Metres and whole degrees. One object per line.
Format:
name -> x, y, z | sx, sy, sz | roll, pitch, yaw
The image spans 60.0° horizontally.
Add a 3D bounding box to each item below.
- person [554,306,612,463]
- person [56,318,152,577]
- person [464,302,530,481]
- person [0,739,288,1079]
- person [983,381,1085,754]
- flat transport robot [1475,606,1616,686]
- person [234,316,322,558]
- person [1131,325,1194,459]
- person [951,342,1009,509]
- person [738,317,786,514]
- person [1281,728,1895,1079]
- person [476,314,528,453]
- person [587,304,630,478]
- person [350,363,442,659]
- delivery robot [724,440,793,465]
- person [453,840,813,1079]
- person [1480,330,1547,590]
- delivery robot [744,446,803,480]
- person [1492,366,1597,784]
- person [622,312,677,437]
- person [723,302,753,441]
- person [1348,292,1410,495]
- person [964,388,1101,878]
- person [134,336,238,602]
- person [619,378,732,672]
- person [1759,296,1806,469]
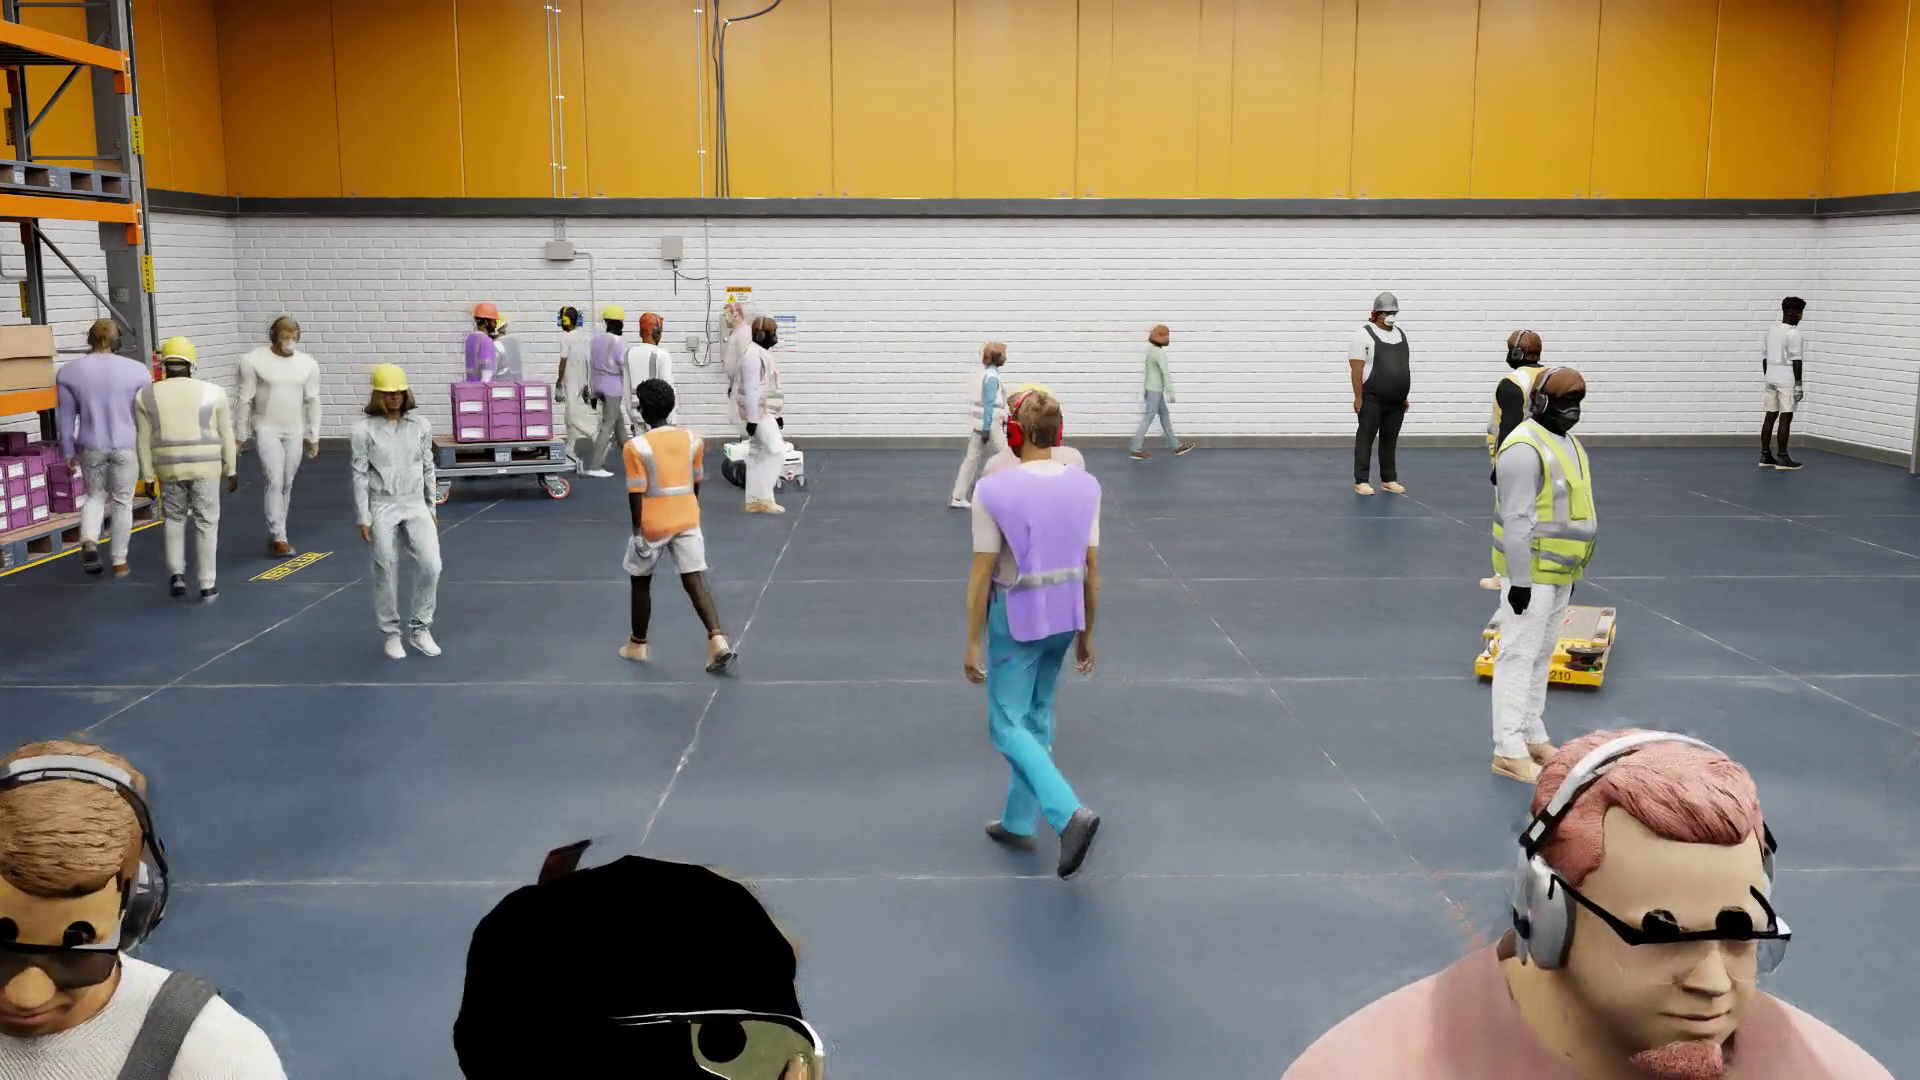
person -> -4.382, -1.763, 19.149 | 0.773, 1.844, 0.559 | 2, 10, 14
person -> -6.208, -0.657, 12.133 | 0.640, 1.916, 0.503 | -3, 10, -18
person -> -5.010, -1.596, 17.917 | 0.871, 1.903, 0.545 | -9, 13, -43
person -> -0.970, 1.070, 1.880 | 0.552, 1.804, 0.445 | 1, 9, 9
person -> 0.334, 0.093, 8.033 | 0.522, 1.744, 0.728 | -4, 10, -22
flat transport robot -> 3.419, 0.568, 9.641 | 0.652, 0.197, 1.431 | 4, 10, 24
person -> -5.326, -0.804, 13.123 | 0.866, 1.888, 0.681 | 9, 13, 43
person -> 2.435, -1.761, 19.865 | 0.843, 1.585, 0.530 | -1, 9, -8
person -> 0.330, -1.066, 15.650 | 0.899, 1.582, 0.512 | -2, 9, -11
person -> -1.776, -1.148, 15.399 | 0.551, 1.821, 0.643 | 0, 9, -1
person -> 0.626, 1.088, 1.607 | 0.654, 1.862, 0.900 | -1, 9, -4
person -> -5.229, -1.660, 18.689 | 0.934, 1.772, 0.608 | 2, 9, 12
person -> -3.759, -1.637, 18.247 | 0.927, 1.873, 0.603 | -9, 13, -44
person -> -3.236, -0.152, 9.611 | 0.505, 1.724, 0.551 | -7, 12, -38
delivery robot -> -2.123, -0.914, 17.569 | 0.707, 0.478, 0.477 | -3, 10, -15
person -> -0.227, 1.136, 1.071 | 0.628, 1.936, 0.375 | 5, 11, 30
person -> 3.941, -0.560, 11.753 | 0.634, 1.842, 0.429 | -9, 13, -43
delivery robot -> -1.909, -0.824, 17.020 | 0.477, 0.478, 0.707 | -7, 12, -37
person -> 2.610, 0.145, 7.441 | 0.430, 1.841, 0.623 | 7, 12, 38
person -> -2.731, -1.075, 14.775 | 0.573, 1.887, 0.356 | 6, 11, 33
person -> -2.537, -1.806, 19.278 | 0.414, 1.883, 0.670 | -1, 9, -8
person -> 4.273, -1.472, 16.738 | 0.689, 2.000, 0.539 | -4, 10, -24
person -> 0.302, 0.346, 6.260 | 0.579, 1.822, 0.717 | -6, 11, -35
person -> -5.256, -0.477, 11.342 | 0.601, 1.817, 0.430 | -3, 10, -16
person -> -1.622, -0.084, 9.375 | 0.534, 1.665, 0.832 | -8, 12, -40
person -> 9.371, -1.785, 18.907 | 0.381, 1.958, 0.603 | -2, 9, -11
